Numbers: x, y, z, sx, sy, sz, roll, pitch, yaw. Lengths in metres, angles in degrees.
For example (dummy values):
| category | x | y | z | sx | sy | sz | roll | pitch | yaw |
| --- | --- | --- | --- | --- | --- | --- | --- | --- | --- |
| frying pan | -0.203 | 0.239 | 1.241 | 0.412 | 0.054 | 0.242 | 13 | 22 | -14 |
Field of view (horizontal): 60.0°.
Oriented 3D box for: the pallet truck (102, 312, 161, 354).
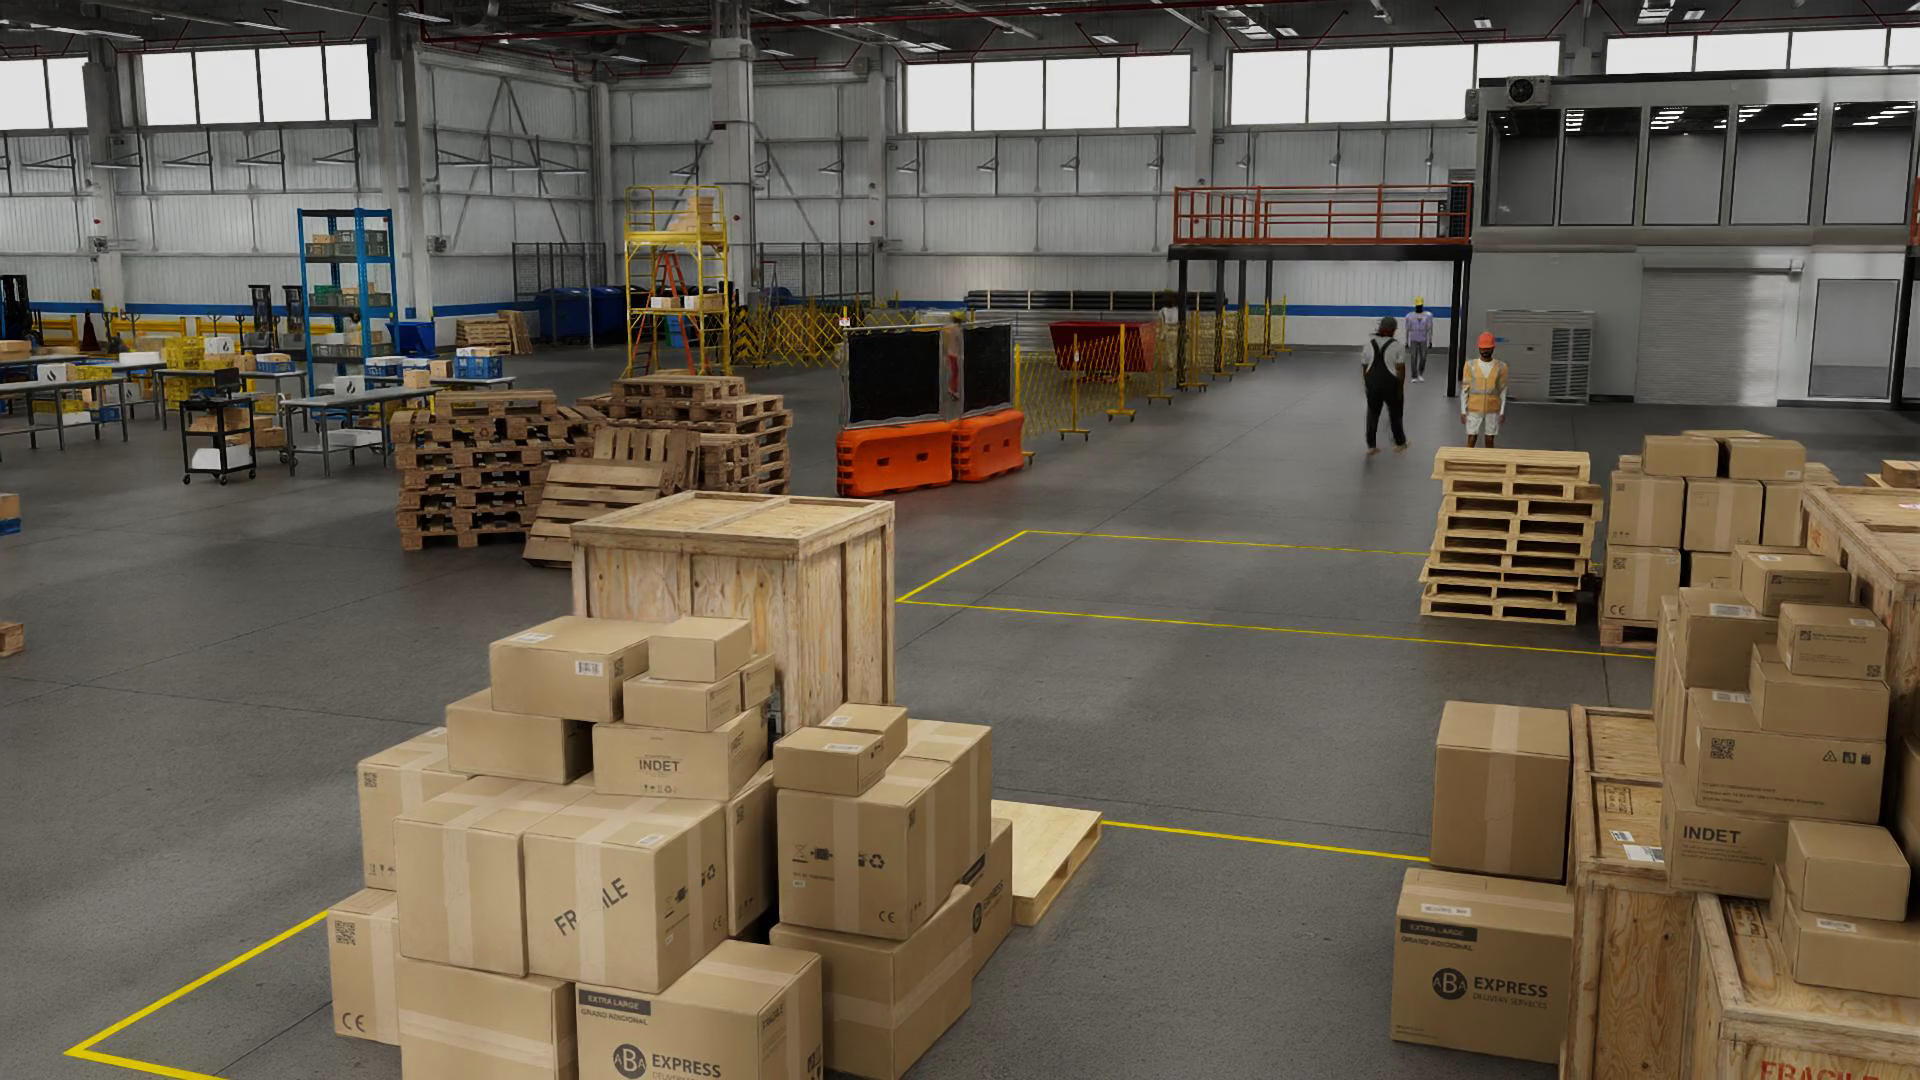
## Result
| category | x | y | z | sx | sy | sz | roll | pitch | yaw |
| --- | --- | --- | --- | --- | --- | --- | --- | --- | --- |
| pallet truck | -23.057 | -5.777 | 46.261 | 0.680 | 1.201 | 1.601 | 3 | 11 | 19 |

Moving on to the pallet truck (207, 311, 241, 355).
| category | x | y | z | sx | sy | sz | roll | pitch | yaw |
| --- | --- | --- | --- | --- | --- | --- | --- | --- | --- |
| pallet truck | -19.537 | -5.575 | 44.913 | 0.653 | 1.274 | 1.630 | 3 | 11 | 19 |

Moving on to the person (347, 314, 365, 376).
| category | x | y | z | sx | sy | sz | roll | pitch | yaw |
| --- | --- | --- | --- | --- | --- | --- | --- | --- | --- |
| person | -11.679 | -3.562 | 32.040 | 0.746 | 1.854 | 0.522 | -6 | 12 | -29 |

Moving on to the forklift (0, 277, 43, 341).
| category | x | y | z | sx | sy | sz | roll | pitch | yaw |
| --- | --- | --- | --- | --- | --- | --- | --- | --- | --- |
| forklift | -27.151 | -6.329 | 46.328 | 1.157 | 1.987 | 2.680 | 3 | 11 | 17 |

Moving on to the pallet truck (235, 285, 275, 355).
| category | x | y | z | sx | sy | sz | roll | pitch | yaw |
| --- | --- | --- | --- | --- | --- | --- | --- | --- | --- |
| pallet truck | -18.327 | -5.835 | 44.421 | 0.823 | 1.965 | 1.885 | 4 | 11 | 23 |

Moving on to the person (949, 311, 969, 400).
| category | x | y | z | sx | sy | sz | roll | pitch | yaw |
| --- | --- | --- | --- | --- | --- | --- | --- | --- | --- |
| person | -0.029 | -3.584 | 32.425 | 0.362 | 1.757 | 0.567 | -5 | 11 | -27 |

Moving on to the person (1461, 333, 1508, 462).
| category | x | y | z | sx | sy | sz | roll | pitch | yaw |
| --- | --- | --- | --- | --- | --- | --- | --- | --- | --- |
| person | 6.620 | -1.651 | 21.028 | 0.553 | 1.935 | 0.362 | 2 | 10 | 12 |

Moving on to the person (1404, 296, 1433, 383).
| category | x | y | z | sx | sy | sz | roll | pitch | yaw |
| --- | --- | --- | --- | --- | --- | --- | --- | --- | --- |
| person | 10.110 | -4.410 | 36.657 | 0.616 | 1.903 | 0.668 | 2 | 10 | 12 |

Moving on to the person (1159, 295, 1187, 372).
| category | x | y | z | sx | sy | sz | roll | pitch | yaw |
| --- | --- | --- | --- | --- | --- | --- | --- | --- | --- |
| person | 5.102 | -4.945 | 39.819 | 0.667 | 1.854 | 0.441 | 3 | 10 | 16 |

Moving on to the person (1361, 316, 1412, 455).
| category | x | y | z | sx | sy | sz | roll | pitch | yaw |
| --- | --- | --- | --- | --- | --- | --- | --- | --- | --- |
| person | 6.251 | -2.275 | 24.254 | 0.702 | 2.000 | 0.957 | 8 | 13 | 39 |

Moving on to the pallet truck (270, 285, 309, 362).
| category | x | y | z | sx | sy | sz | roll | pitch | yaw |
| --- | --- | --- | --- | --- | --- | --- | --- | --- | --- |
| pallet truck | -17.147 | -5.700 | 43.663 | 0.823 | 1.965 | 1.885 | 3 | 11 | 17 |

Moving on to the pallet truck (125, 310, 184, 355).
| category | x | y | z | sx | sy | sz | roll | pitch | yaw |
| --- | --- | --- | --- | --- | --- | --- | --- | --- | --- |
| pallet truck | -22.038 | -5.665 | 45.457 | 0.704 | 1.261 | 1.522 | 3 | 11 | 17 |
